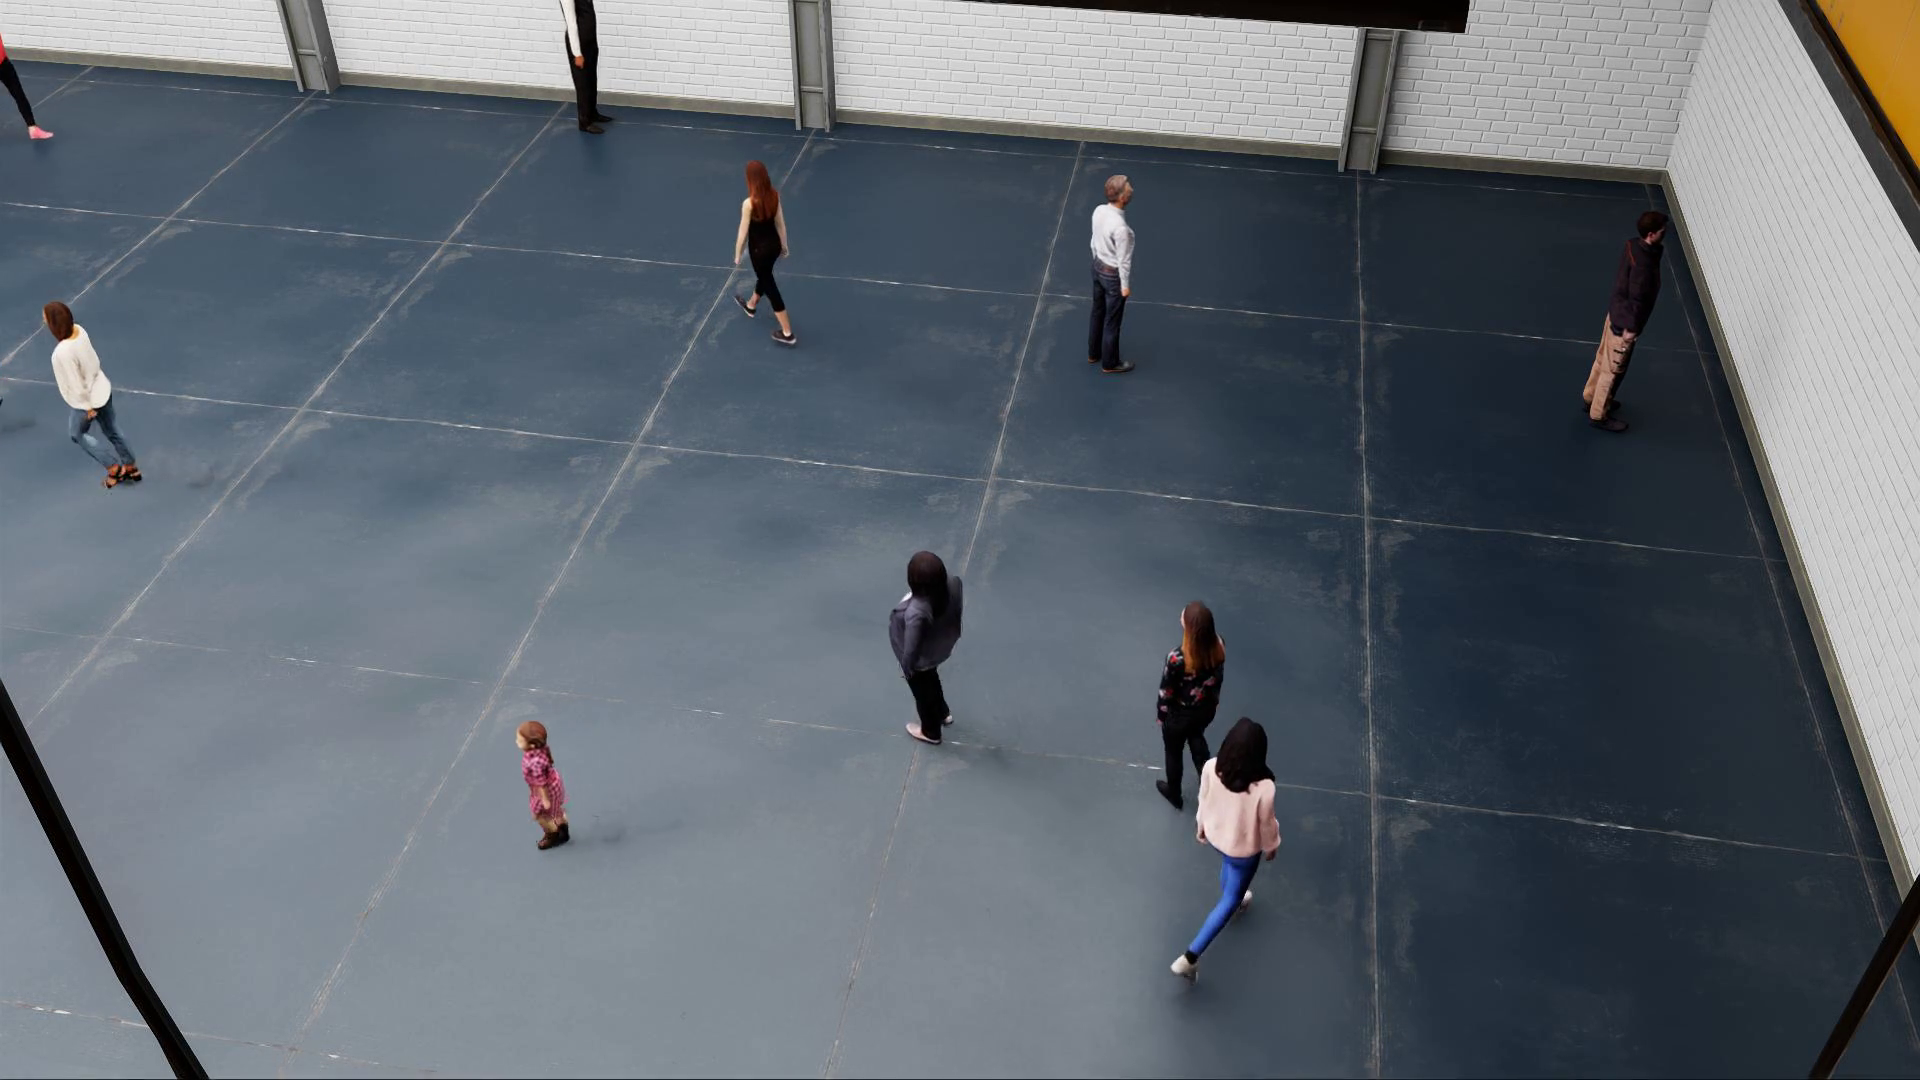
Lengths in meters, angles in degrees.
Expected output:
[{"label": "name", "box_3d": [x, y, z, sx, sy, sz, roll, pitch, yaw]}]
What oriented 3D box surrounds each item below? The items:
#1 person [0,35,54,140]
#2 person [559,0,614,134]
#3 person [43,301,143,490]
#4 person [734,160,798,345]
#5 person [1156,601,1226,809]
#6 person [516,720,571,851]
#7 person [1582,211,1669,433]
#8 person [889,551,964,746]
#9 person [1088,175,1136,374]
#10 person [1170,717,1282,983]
[{"label": "person", "box_3d": [-10.506, -5.069, 17.906, 1.139, 1.668, 0.715, 1, 39, 2]}, {"label": "person", "box_3d": [-4.126, -5.427, 18.155, 0.554, 1.917, 0.677, 6, 39, 7]}, {"label": "person", "box_3d": [-6.702, -1.131, 12.974, 0.650, 1.671, 0.668, -1, 39, -2]}, {"label": "person", "box_3d": [-1.658, -2.497, 14.666, 1.165, 1.693, 0.950, 28, 46, 30]}, {"label": "person", "box_3d": [1.457, 1.078, 10.207, 0.771, 1.670, 0.825, -17, 42, -20]}, {"label": "person", "box_3d": [-2.506, 1.500, 10.204, 0.514, 1.014, 0.490, -7, 39, -9]}, {"label": "person", "box_3d": [5.453, -1.814, 13.625, 0.573, 1.924, 0.682, 6, 39, 8]}, {"label": "person", "box_3d": [-0.155, 0.719, 10.722, 0.787, 1.590, 0.784, 22, 43, 25]}, {"label": "person", "box_3d": [1.301, -2.302, 14.320, 0.768, 1.820, 0.738, -18, 42, -21]}, {"label": "person", "box_3d": [1.486, 1.752, 9.306, 1.123, 1.741, 1.153, -31, 48, -33]}]
